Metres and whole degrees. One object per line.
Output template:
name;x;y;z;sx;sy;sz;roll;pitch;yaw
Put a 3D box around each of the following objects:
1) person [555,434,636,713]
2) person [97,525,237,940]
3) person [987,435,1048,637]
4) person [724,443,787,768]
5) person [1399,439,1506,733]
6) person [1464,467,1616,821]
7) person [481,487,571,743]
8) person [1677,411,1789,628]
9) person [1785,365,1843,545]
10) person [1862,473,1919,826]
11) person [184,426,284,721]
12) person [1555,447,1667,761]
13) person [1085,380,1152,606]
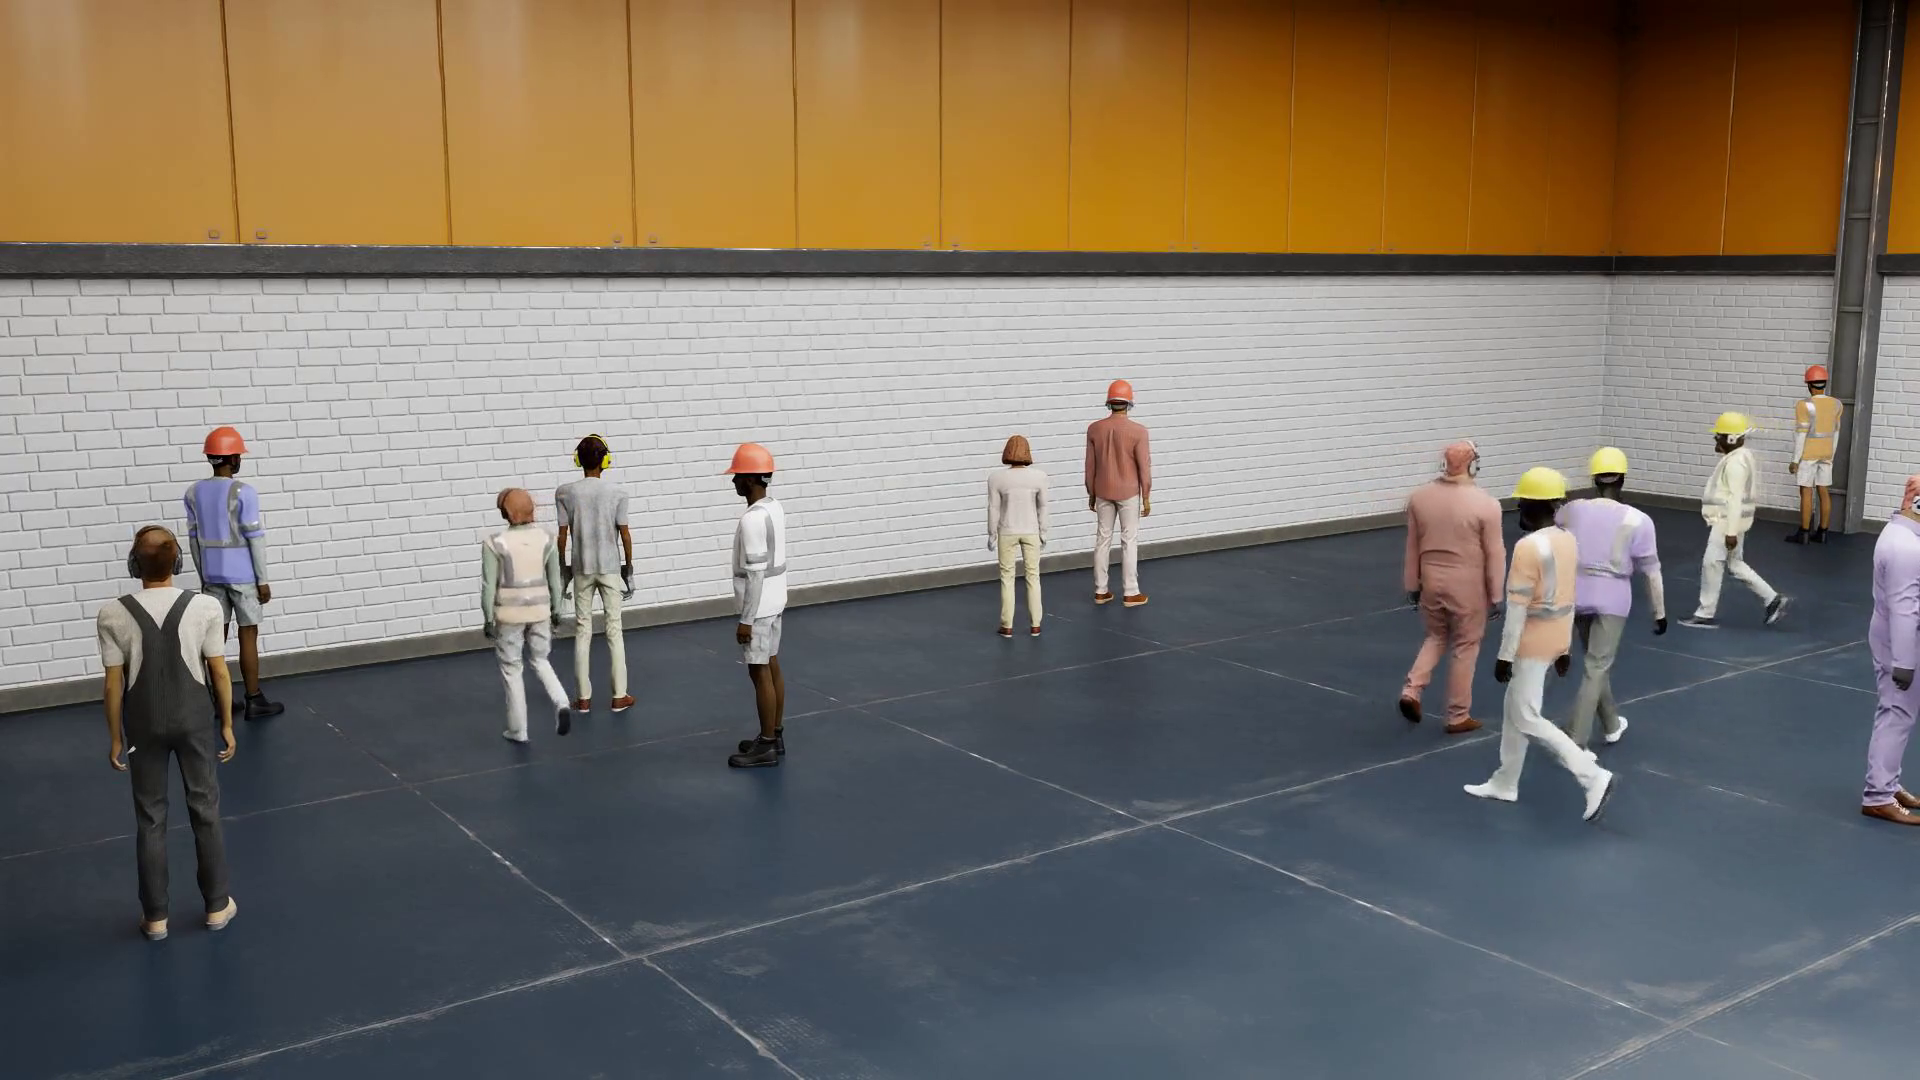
person;-2.432;0.225;11.122;0.520;1.871;0.326;-1;9;-5
person;-3.495;0.845;7.370;0.514;1.846;0.337;-4;10;-24
person;0.463;-0.028;13.409;0.500;1.633;0.286;-1;9;-6
person;-1.215;0.388;9.908;0.354;1.939;0.544;1;9;7
person;3.141;0.305;10.569;0.440;1.894;0.646;-7;12;-39
person;3.166;0.556;8.985;0.794;1.907;0.591;7;12;38
person;-2.682;0.484;10.295;0.519;1.620;0.484;-8;12;-40
person;6.383;-0.148;13.614;0.753;1.814;0.604;5;11;30
person;9.195;-0.911;17.943;0.542;1.931;0.376;-2;9;-13
person;5.087;0.573;8.918;0.401;1.894;0.655;5;11;29
person;-4.774;0.224;10.922;0.545;1.939;0.354;2;9;14
person;3.899;0.387;10.085;0.931;1.880;0.619;-8;12;-41
person;1.400;-0.412;14.654;0.622;1.996;0.368;5;11;30
